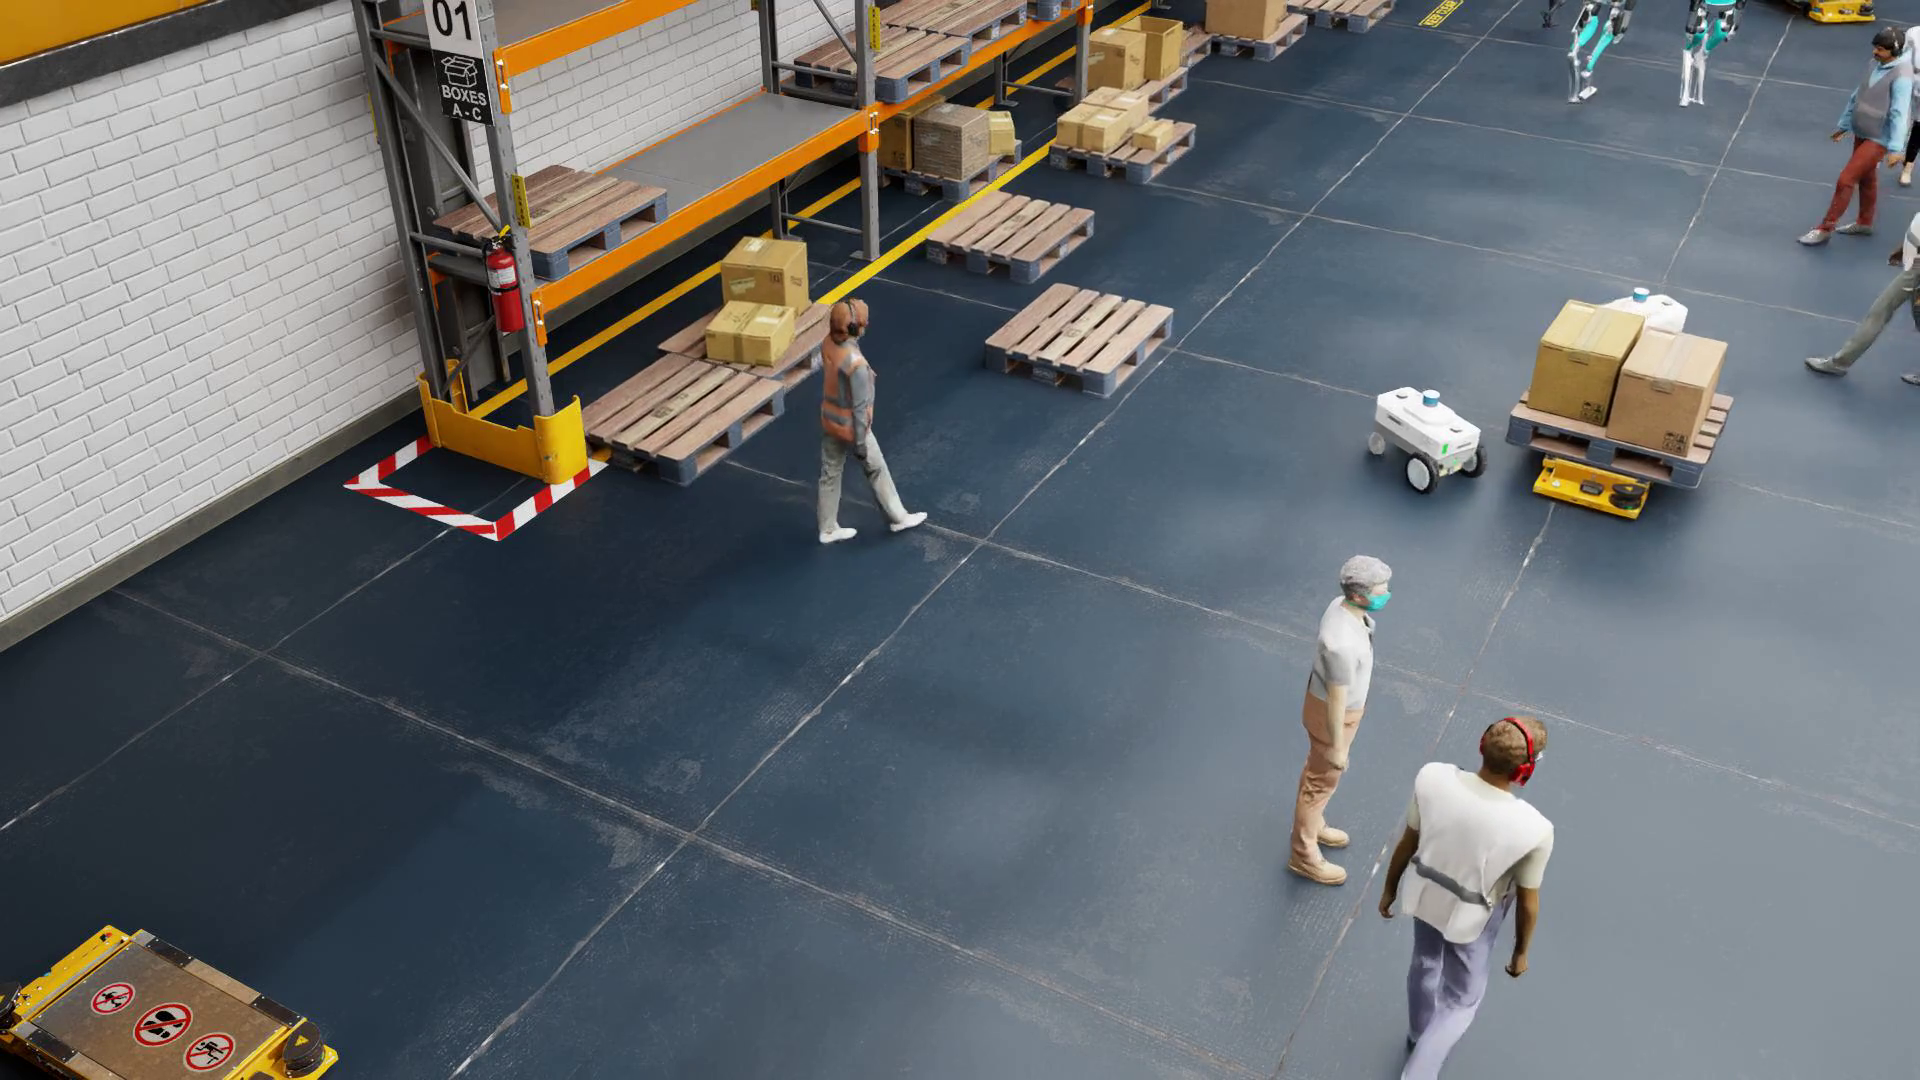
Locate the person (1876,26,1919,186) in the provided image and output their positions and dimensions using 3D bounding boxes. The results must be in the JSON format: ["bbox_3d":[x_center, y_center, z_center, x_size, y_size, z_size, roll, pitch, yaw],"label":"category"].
[{"bbox_3d":[8.621,-4.040,14.963,0.537,1.695,0.319,18,38,25],"label":"person"}]

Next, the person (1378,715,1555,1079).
[{"bbox_3d":[1.890,1.505,6.483,0.605,1.807,0.745,27,42,34],"label":"person"}]

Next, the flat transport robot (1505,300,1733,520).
[{"bbox_3d":[4.347,-0.611,11.072,0.659,0.231,1.431,19,38,26],"label":"flat transport robot"}]

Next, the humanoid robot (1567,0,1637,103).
[{"bbox_3d":[6.344,-5.126,16.613,0.552,1.757,1.004,26,41,34],"label":"humanoid robot"}]

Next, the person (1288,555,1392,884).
[{"bbox_3d":[1.720,0.805,7.593,0.311,1.741,0.478,9,35,13],"label":"person"}]

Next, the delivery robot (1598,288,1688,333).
[{"bbox_3d":[4.981,-1.564,12.265,0.794,0.606,0.499,-10,35,-15],"label":"delivery robot"}]

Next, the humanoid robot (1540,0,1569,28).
[{"bbox_3d":[6.843,-6.661,18.958,0.473,1.643,0.583,-16,37,-23],"label":"humanoid robot"}]

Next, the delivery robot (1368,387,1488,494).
[{"bbox_3d":[3.069,-0.691,10.932,0.499,0.592,0.774,-17,37,-24],"label":"delivery robot"}]

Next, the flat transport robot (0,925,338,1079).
[{"bbox_3d":[-3.387,2.085,6.994,1.431,0.231,0.659,17,37,24],"label":"flat transport robot"}]

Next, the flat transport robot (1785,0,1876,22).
[{"bbox_3d":[10.327,-6.515,20.004,0.659,0.231,1.431,-3,34,-4],"label":"flat transport robot"}]

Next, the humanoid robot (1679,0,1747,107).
[{"bbox_3d":[7.466,-5.181,16.677,0.549,1.799,0.790,0,33,0],"label":"humanoid robot"}]

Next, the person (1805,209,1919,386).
[{"bbox_3d":[6.704,-1.912,11.657,0.931,1.799,0.575,21,39,29],"label":"person"}]

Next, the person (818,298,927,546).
[{"bbox_3d":[-0.559,-0.716,10.003,0.757,1.606,0.539,-18,37,-25],"label":"person"}]

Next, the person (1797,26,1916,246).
[{"bbox_3d":[7.469,-3.326,13.755,0.867,1.833,0.664,-2,34,-3],"label":"person"}]
